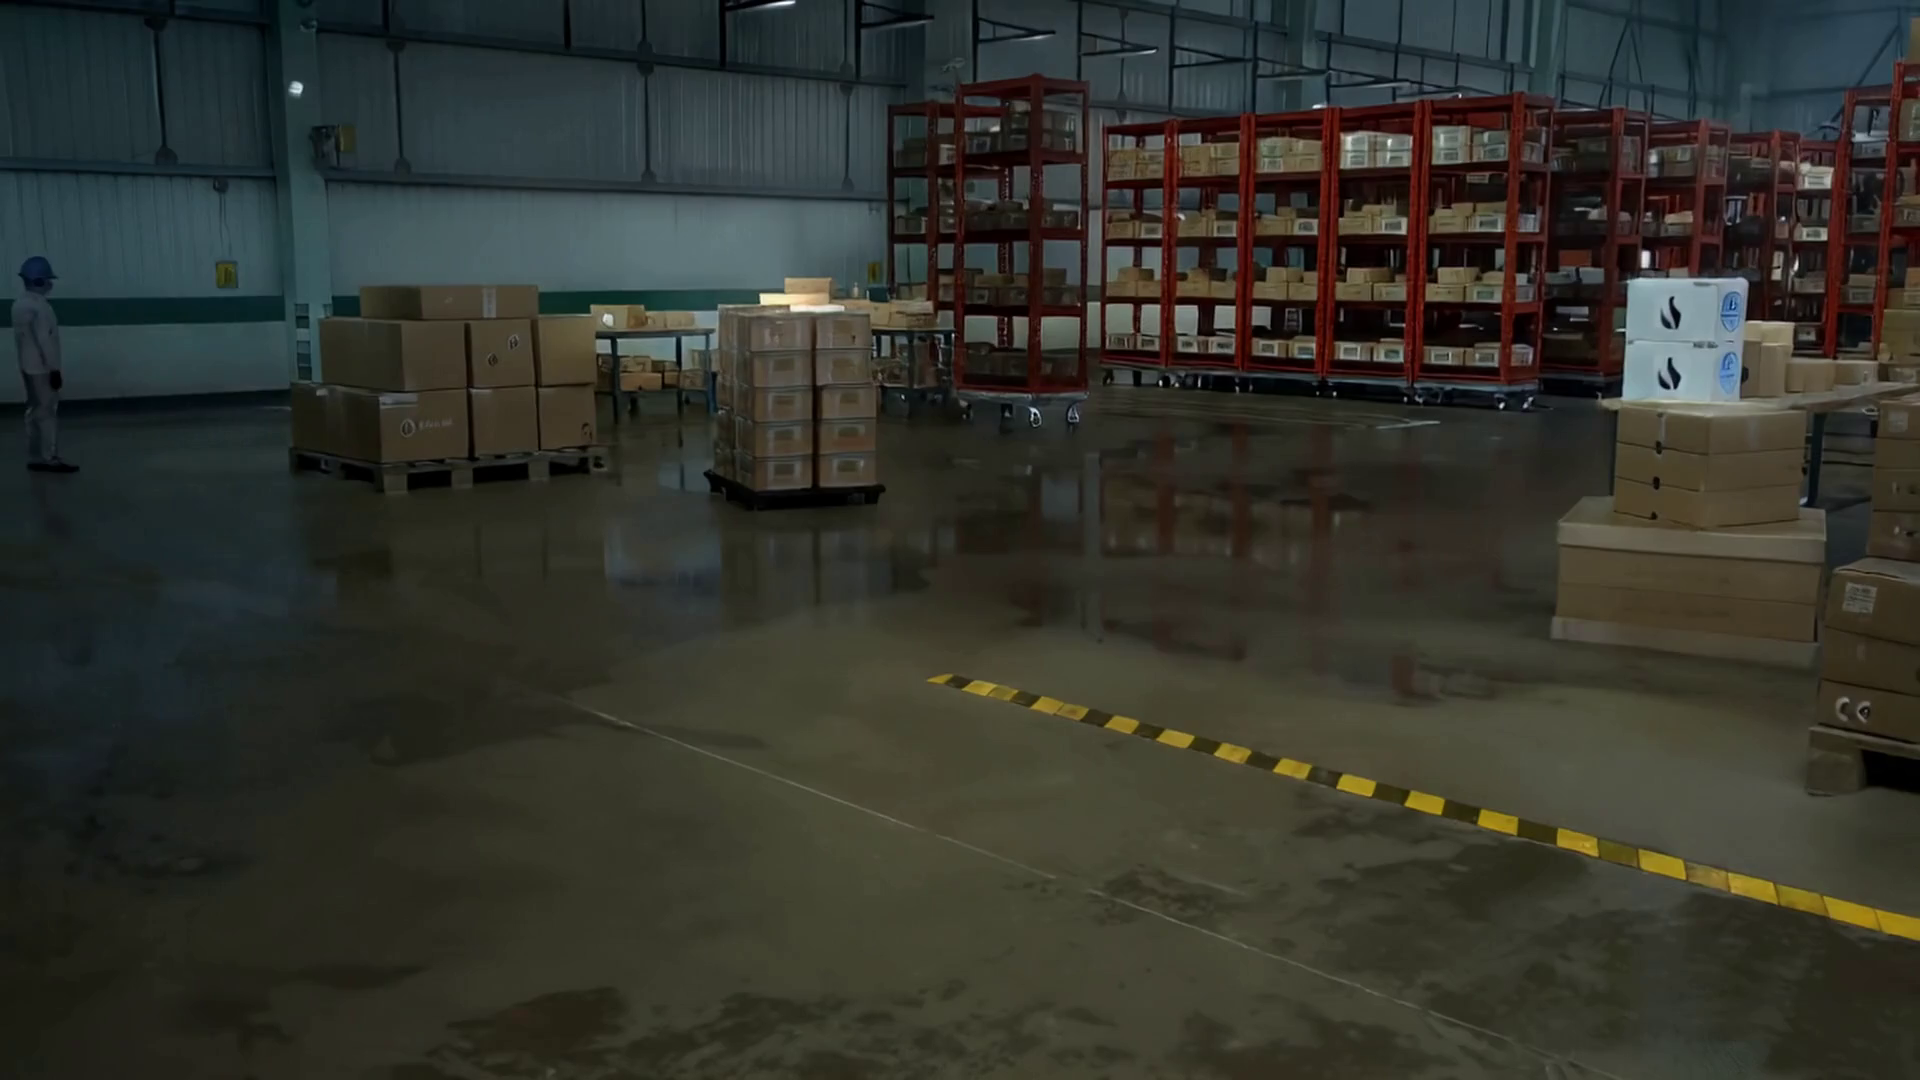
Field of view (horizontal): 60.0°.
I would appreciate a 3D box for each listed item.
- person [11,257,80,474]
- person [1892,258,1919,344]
[{"bbox_3d":[-7.438,-1.415,13.501,0.573,1.749,0.342,7,12,38],"label":"person"},{"bbox_3d":[15.634,-3.731,27.286,0.941,1.807,0.579,-4,10,-21],"label":"person"}]
